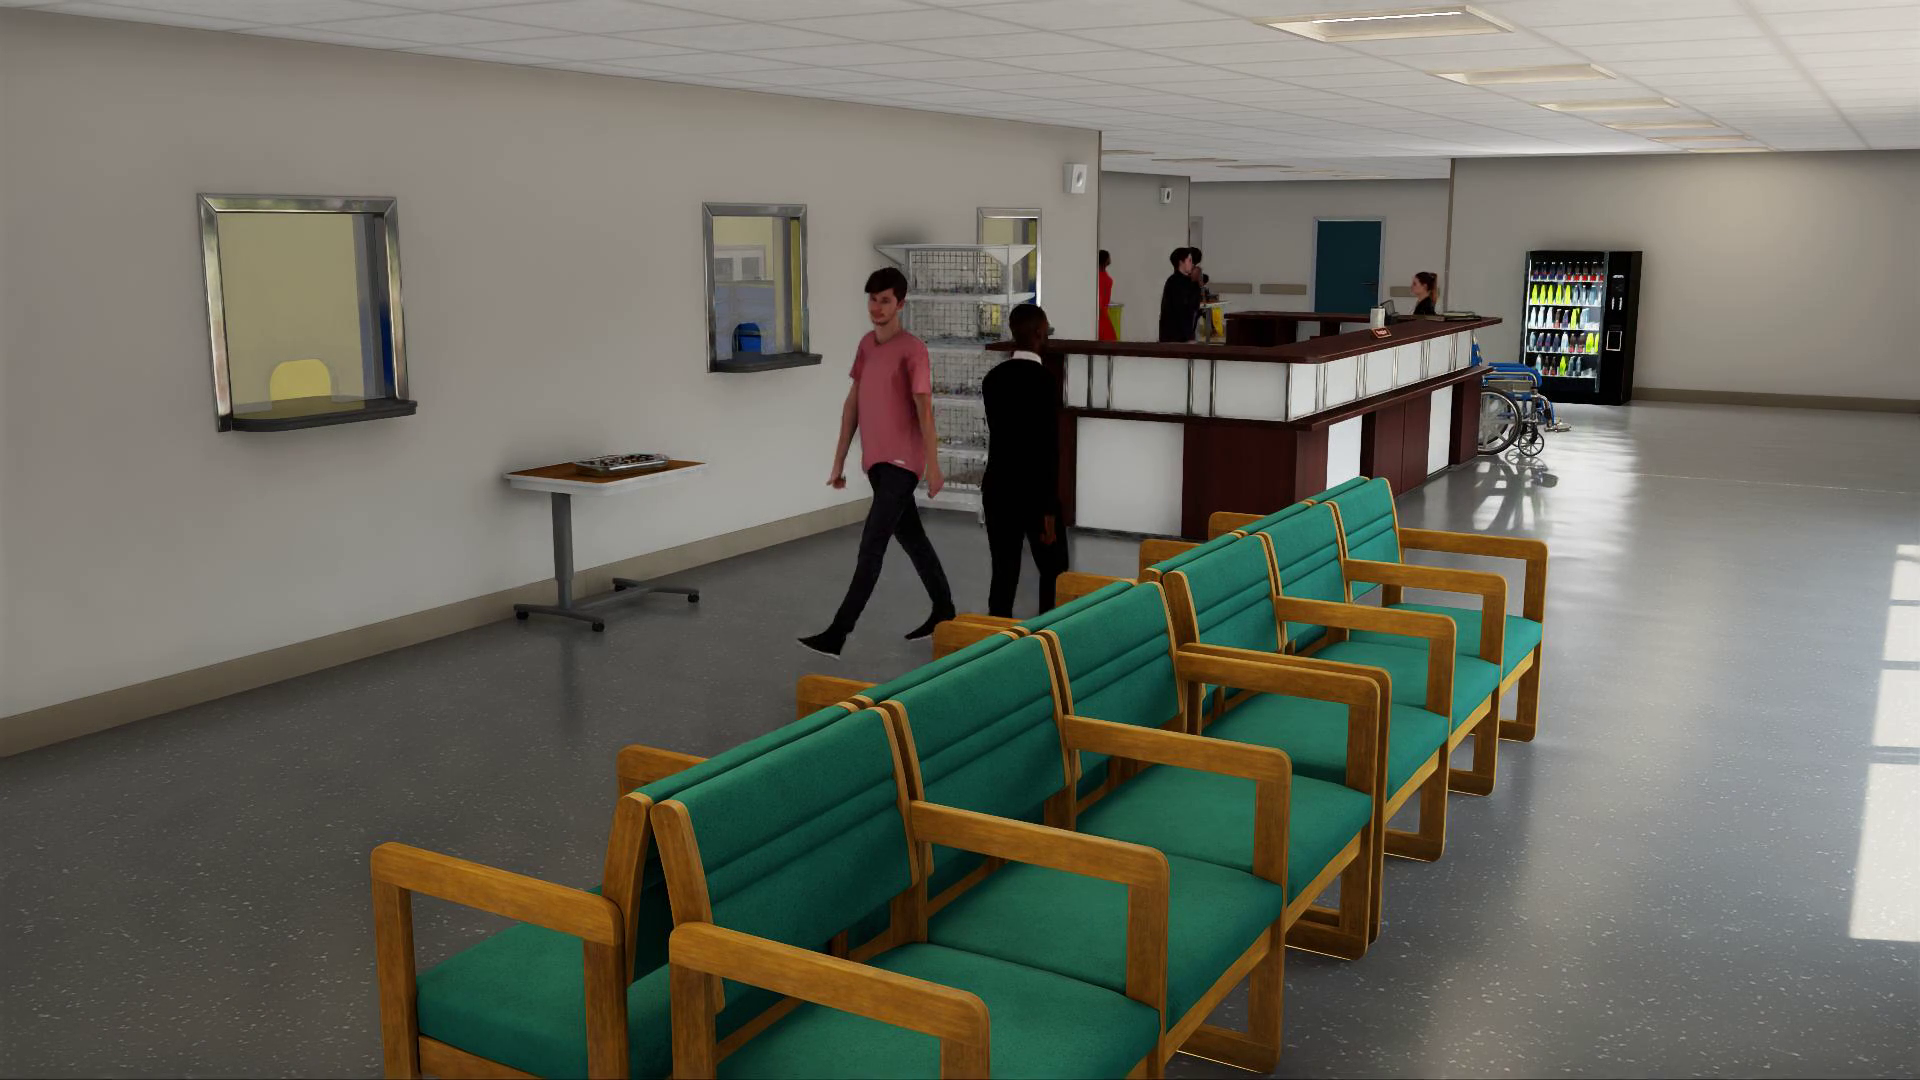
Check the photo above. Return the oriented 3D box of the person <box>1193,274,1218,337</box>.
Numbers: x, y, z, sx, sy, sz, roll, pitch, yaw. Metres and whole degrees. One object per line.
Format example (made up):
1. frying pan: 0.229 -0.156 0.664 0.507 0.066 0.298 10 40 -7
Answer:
1. person: 4.714 -4.499 32.007 0.856 1.201 0.556 4 12 22

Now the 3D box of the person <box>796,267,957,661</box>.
1. person: -0.246 -0.339 8.225 1.087 1.894 1.290 -7 13 -34

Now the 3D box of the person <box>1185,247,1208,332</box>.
1. person: 3.743 -3.899 27.303 0.612 1.775 0.650 8 14 37

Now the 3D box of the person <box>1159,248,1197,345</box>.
1. person: 2.124 -2.033 17.122 0.997 1.905 0.899 1 11 8

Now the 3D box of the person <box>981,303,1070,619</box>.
1. person: 0.206 -0.162 7.587 0.687 1.784 0.740 8 14 38

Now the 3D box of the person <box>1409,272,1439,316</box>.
1. person: 4.791 -1.876 16.925 0.820 1.670 0.745 1 11 8
